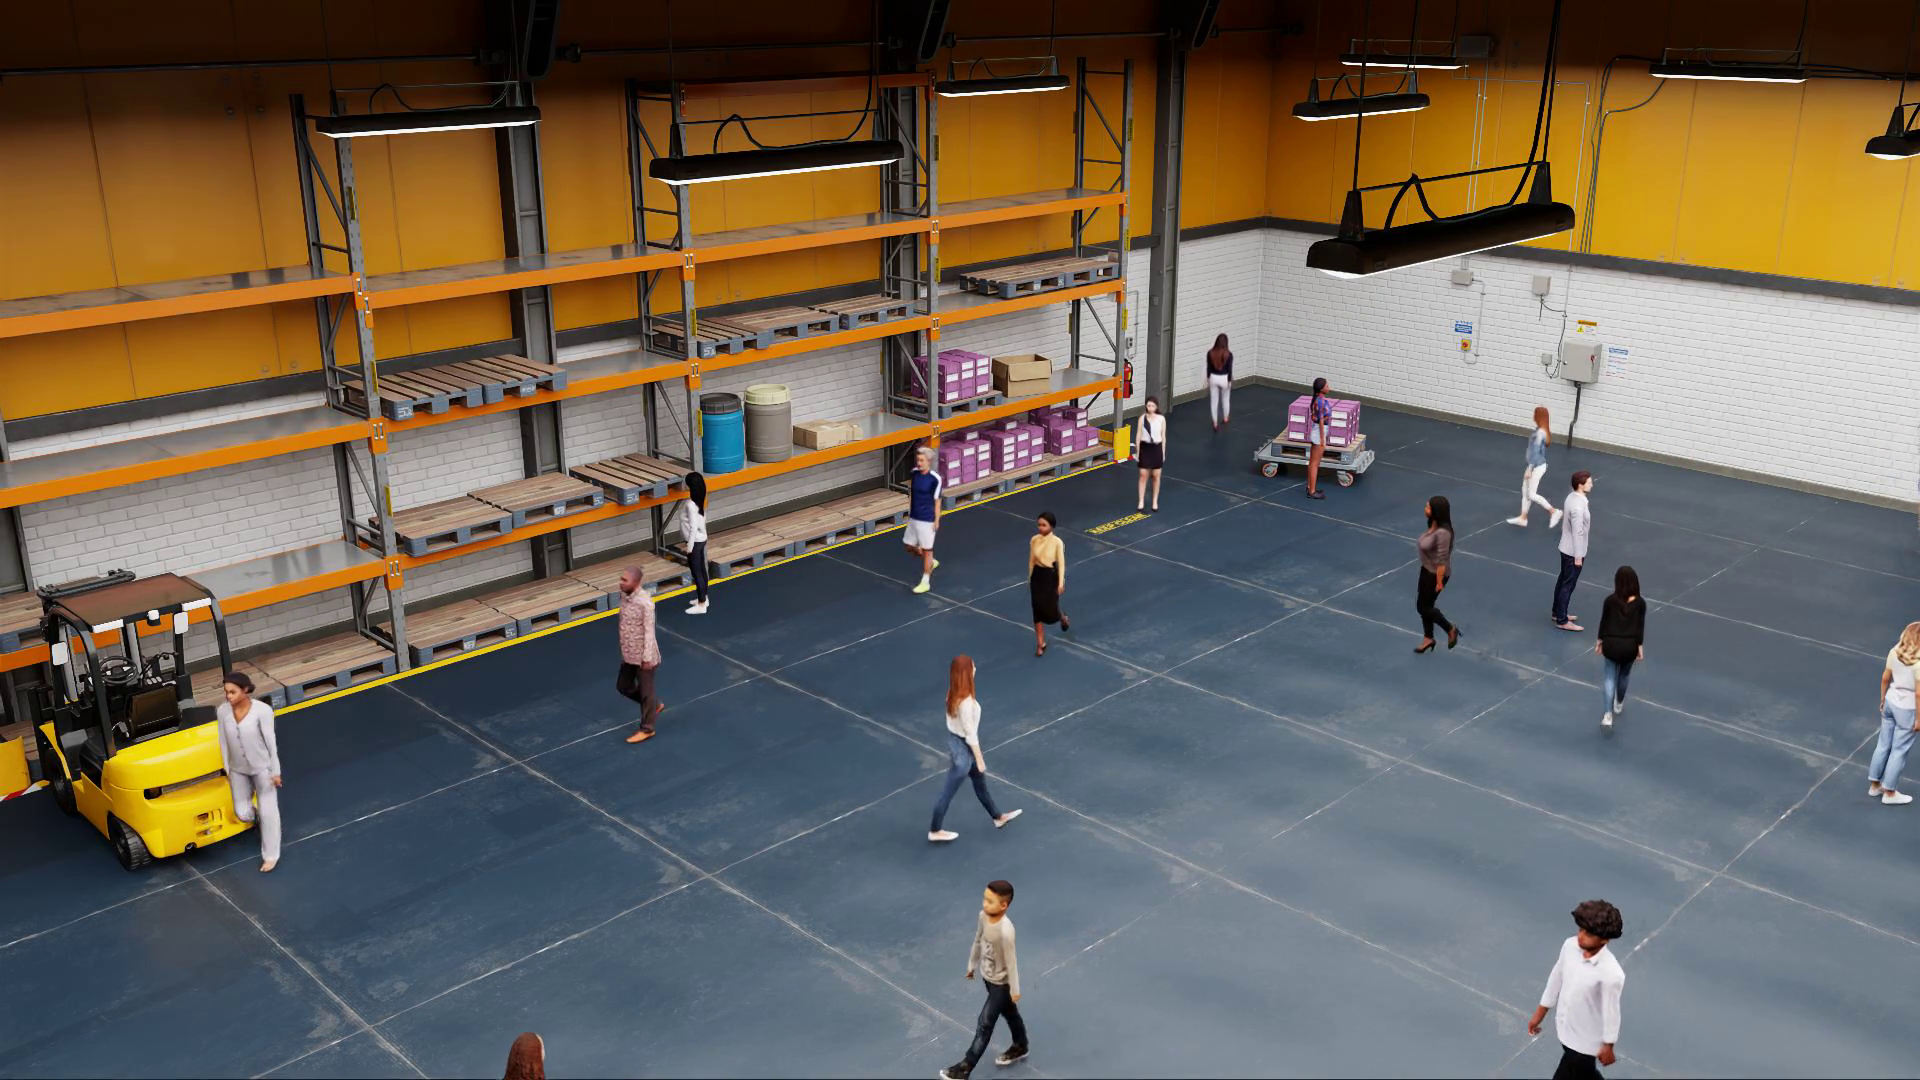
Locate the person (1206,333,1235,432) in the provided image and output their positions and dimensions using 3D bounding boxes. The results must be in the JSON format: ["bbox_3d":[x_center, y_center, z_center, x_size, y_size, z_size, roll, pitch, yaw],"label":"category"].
[{"bbox_3d":[4.256,-2.580,27.376,0.840,1.581,0.993,6,19,17],"label":"person"}]

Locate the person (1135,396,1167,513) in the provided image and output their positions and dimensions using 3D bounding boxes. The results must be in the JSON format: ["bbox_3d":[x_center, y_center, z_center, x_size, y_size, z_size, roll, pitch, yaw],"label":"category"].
[{"bbox_3d":[2.655,-1.197,23.163,0.638,1.648,0.679,2,19,6],"label":"person"}]

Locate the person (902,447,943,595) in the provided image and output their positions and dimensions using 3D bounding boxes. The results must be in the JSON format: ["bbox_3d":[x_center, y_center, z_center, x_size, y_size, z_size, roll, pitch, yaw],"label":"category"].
[{"bbox_3d":[-0.396,-0.277,20.151,0.693,1.828,0.828,15,24,37],"label":"person"}]

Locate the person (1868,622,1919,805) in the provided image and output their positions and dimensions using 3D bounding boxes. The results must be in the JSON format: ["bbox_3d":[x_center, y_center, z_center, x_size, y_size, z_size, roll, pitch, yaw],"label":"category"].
[{"bbox_3d":[8.454,1.536,14.935,0.716,1.722,0.709,-4,19,-13],"label":"person"}]

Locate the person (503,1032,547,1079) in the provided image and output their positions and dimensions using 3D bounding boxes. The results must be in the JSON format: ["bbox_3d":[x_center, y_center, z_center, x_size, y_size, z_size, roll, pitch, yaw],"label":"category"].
[{"bbox_3d":[-2.448,3.499,9.485,0.658,1.478,0.680,10,21,28],"label":"person"}]

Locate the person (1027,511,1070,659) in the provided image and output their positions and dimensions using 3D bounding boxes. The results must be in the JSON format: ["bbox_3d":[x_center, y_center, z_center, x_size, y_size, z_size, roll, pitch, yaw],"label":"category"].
[{"bbox_3d":[0.980,0.472,18.227,0.699,1.636,0.905,11,21,29],"label":"person"}]

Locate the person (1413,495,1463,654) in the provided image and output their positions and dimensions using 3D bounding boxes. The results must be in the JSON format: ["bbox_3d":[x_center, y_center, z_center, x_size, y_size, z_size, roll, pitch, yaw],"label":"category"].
[{"bbox_3d":[5.262,0.413,18.106,0.942,1.826,0.884,1,19,2],"label":"person"}]

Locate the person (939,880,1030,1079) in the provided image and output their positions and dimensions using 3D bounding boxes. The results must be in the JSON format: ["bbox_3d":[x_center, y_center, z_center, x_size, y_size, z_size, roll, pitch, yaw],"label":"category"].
[{"bbox_3d":[0.322,2.941,11.204,1.028,1.439,0.783,-9,21,-24],"label":"person"}]

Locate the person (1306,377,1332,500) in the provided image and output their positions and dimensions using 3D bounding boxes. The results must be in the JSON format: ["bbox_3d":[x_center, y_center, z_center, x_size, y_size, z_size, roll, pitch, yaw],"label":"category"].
[{"bbox_3d":[5.131,-1.478,23.854,0.726,1.741,0.640,2,19,7],"label":"person"}]

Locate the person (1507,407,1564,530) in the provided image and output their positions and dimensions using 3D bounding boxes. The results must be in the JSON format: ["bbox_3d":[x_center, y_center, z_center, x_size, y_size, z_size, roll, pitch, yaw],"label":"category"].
[{"bbox_3d":[7.818,-0.942,22.352,0.930,1.684,0.979,7,20,19],"label":"person"}]

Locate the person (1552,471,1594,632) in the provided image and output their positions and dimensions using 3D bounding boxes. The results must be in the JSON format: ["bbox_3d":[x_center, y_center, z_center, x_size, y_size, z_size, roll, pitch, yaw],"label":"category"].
[{"bbox_3d":[7.002,0.093,19.014,0.827,1.852,0.723,3,19,9],"label":"person"}]

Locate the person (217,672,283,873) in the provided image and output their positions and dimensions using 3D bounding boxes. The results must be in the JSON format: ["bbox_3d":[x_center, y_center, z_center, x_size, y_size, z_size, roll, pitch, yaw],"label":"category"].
[{"bbox_3d":[-5.889,1.874,13.931,0.925,1.721,0.980,-1,19,-2],"label":"person"}]

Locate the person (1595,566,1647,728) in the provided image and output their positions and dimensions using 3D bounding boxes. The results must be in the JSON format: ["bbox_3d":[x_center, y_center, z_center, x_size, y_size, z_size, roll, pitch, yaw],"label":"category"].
[{"bbox_3d":[6.516,1.090,16.433,0.908,1.609,1.142,6,20,17],"label":"person"}]

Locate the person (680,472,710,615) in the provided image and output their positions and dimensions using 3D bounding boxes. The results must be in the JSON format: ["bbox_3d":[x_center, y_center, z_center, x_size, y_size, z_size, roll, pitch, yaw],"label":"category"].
[{"bbox_3d":[-3.088,0.016,19.479,0.767,1.701,0.705,0,19,1],"label":"person"}]

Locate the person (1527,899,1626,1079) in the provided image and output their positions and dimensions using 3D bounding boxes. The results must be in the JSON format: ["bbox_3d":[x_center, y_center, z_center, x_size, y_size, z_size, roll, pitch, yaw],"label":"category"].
[{"bbox_3d":[3.942,3.043,10.394,1.225,1.763,1.012,-5,19,-14],"label":"person"}]

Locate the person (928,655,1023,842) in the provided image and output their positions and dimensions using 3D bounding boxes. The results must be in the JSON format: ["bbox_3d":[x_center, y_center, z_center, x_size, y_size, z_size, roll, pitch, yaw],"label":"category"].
[{"bbox_3d":[-0.067,1.812,14.162,1.158,1.691,0.994,-3,19,-9],"label":"person"}]

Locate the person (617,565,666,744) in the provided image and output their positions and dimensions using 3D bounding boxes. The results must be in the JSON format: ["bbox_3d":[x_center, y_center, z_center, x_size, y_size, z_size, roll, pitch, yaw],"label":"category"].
[{"bbox_3d":[-3.056,1.075,16.188,0.736,1.795,0.713,-16,24,-39],"label":"person"}]
